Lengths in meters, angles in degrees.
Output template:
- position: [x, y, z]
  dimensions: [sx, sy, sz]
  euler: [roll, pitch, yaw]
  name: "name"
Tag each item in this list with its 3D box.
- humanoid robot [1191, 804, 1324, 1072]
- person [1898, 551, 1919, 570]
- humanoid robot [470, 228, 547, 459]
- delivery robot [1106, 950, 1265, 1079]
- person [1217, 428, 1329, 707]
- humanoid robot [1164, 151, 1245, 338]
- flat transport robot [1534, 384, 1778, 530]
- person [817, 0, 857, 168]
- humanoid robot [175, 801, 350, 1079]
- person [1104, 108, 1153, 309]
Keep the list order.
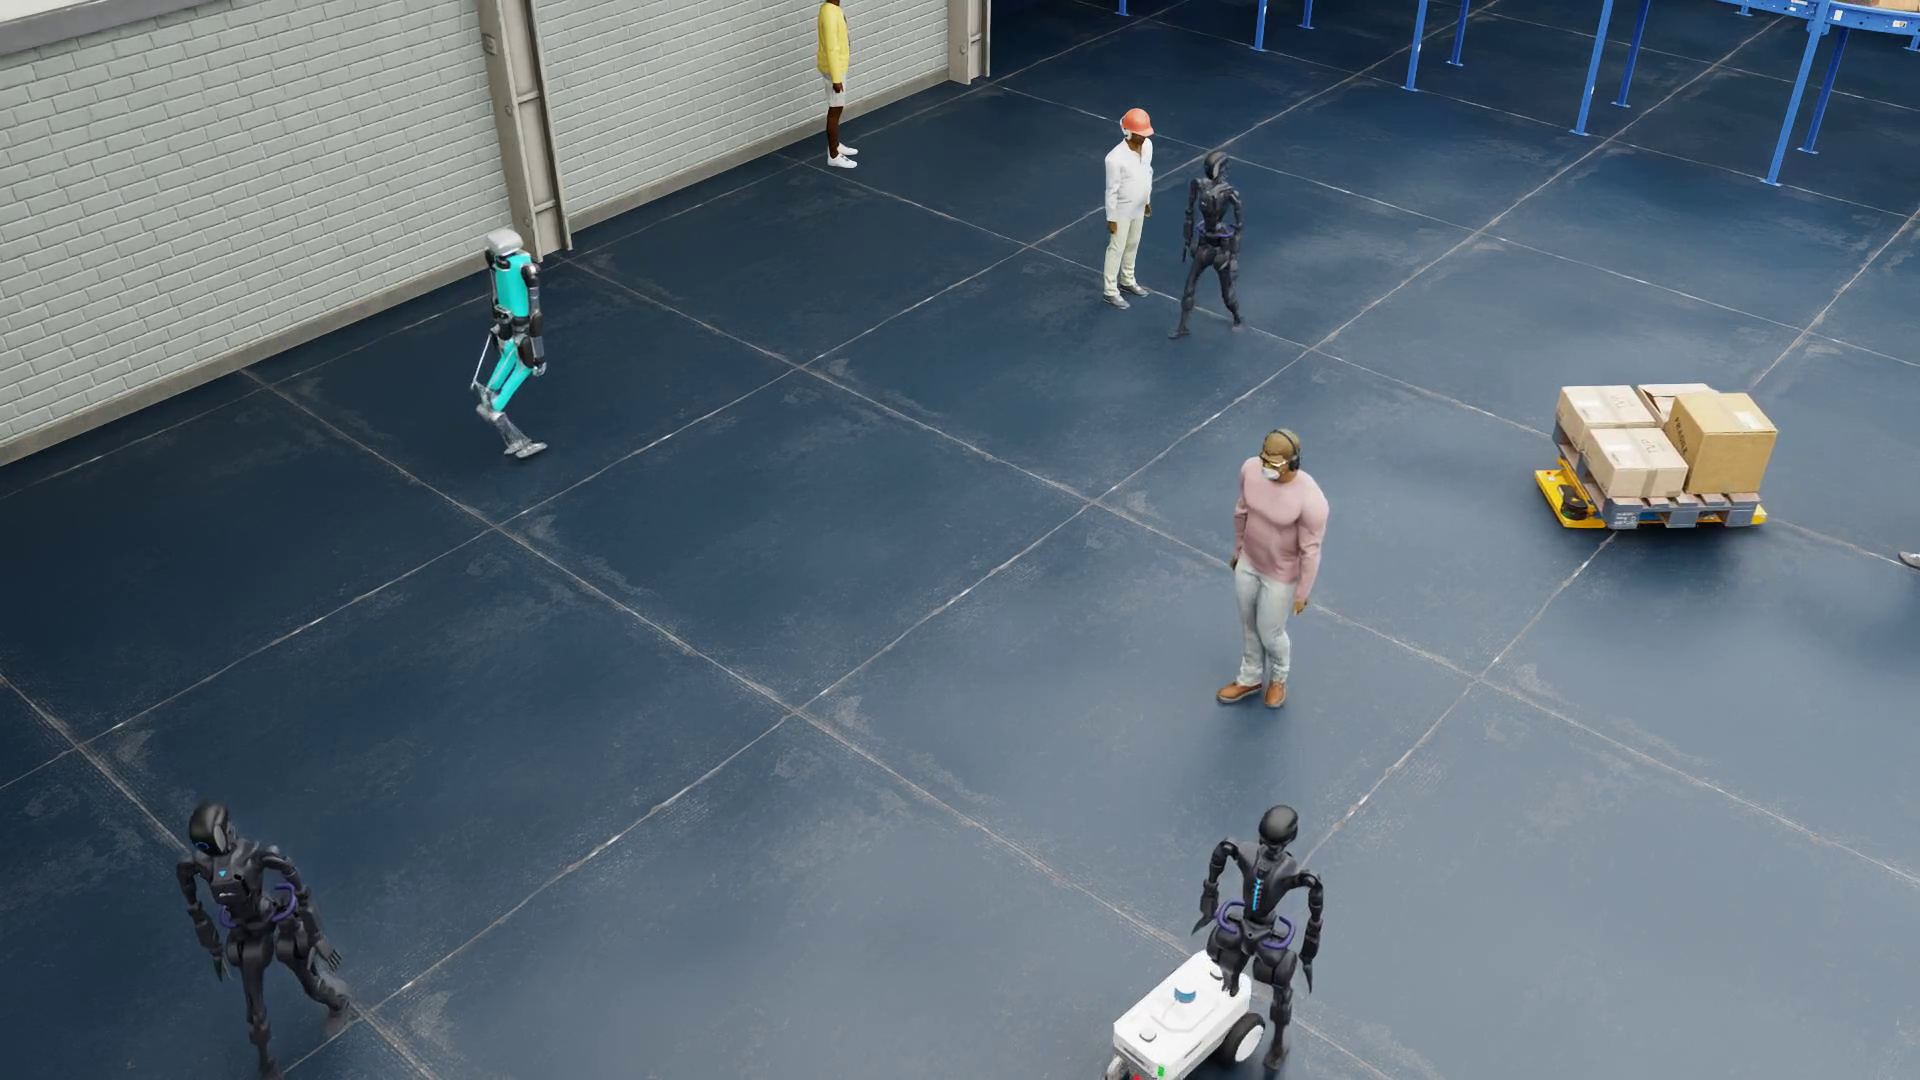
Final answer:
- position: [1.349, 1.820, 7.616]
  dimensions: [0.608, 1.653, 0.341]
  euler: [17, 39, 22]
  name: "humanoid robot"
- position: [6.668, -0.570, 10.832]
  dimensions: [0.566, 1.842, 0.390]
  euler: [-15, 38, -20]
  name: "person"
- position: [-3.310, -1.325, 11.954]
  dimensions: [0.536, 1.759, 0.714]
  euler: [27, 43, 32]
  name: "humanoid robot"
- position: [1.061, 2.296, 7.905]
  dimensions: [0.767, 0.581, 0.499]
  euler: [-29, 45, -34]
  name: "delivery robot"
- position: [1.815, 0.169, 9.722]
  dimensions: [0.485, 1.926, 0.638]
  euler: [-22, 41, -28]
  name: "person"
- position: [2.090, -2.401, 13.591]
  dimensions: [0.665, 1.645, 0.586]
  euler: [-29, 44, -34]
  name: "humanoid robot"
- position: [4.923, -0.349, 11.878]
  dimensions: [1.431, 0.231, 0.659]
  euler: [-1, 35, -2]
  name: "flat transport robot"
- position: [-1.233, -4.674, 16.546]
  dimensions: [0.365, 1.898, 0.557]
  euler: [-1, 35, -1]
  name: "person"
- position: [-3.172, 1.836, 7.630]
  dimensions: [0.611, 1.637, 0.660]
  euler: [-3, 36, -4]
  name: "humanoid robot"
- position: [1.443, -2.815, 14.068]
  dimensions: [0.345, 1.744, 0.562]
  euler: [26, 43, 32]
  name: "person"
